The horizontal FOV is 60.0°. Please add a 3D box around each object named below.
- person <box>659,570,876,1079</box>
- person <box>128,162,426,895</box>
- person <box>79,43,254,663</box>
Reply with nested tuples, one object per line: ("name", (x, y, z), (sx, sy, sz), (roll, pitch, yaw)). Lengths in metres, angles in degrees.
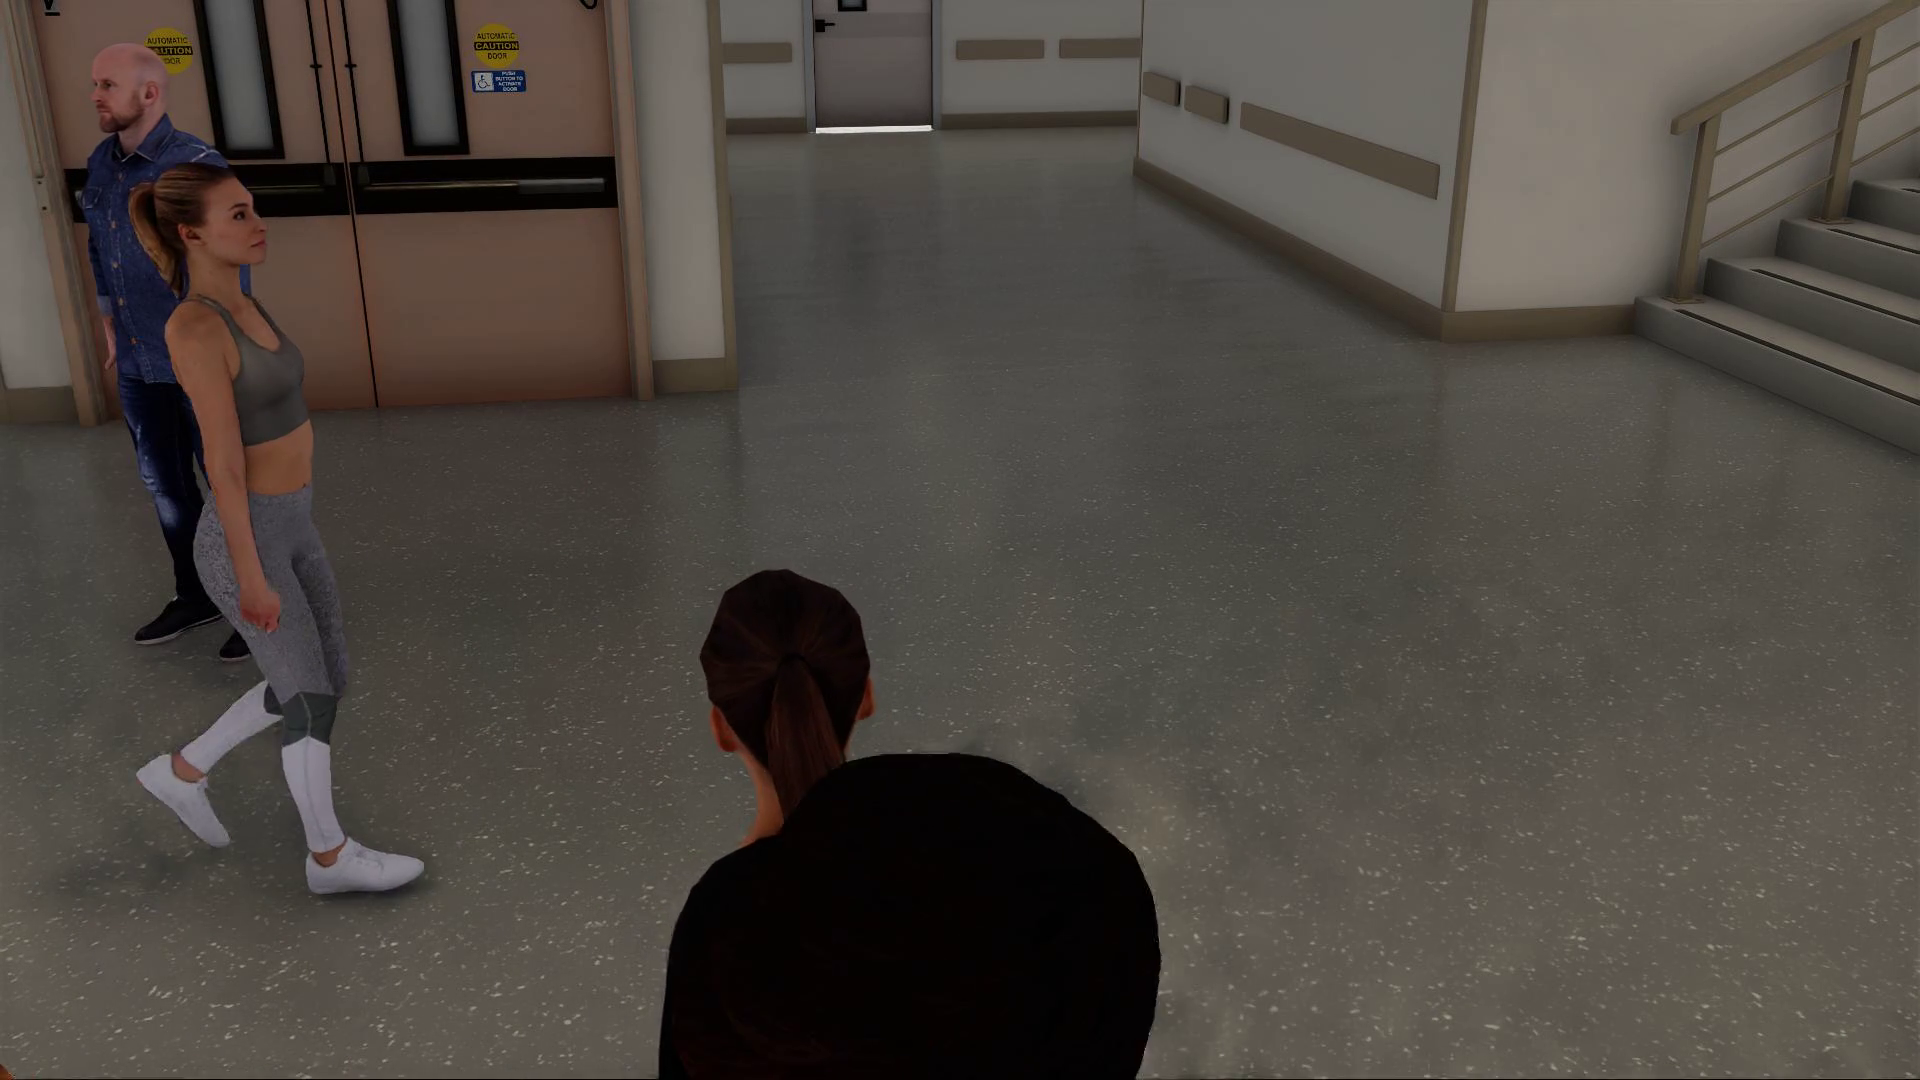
("person", (-0.149, 0.759, 1.931), (0.611, 1.554, 0.696), (-16, 26, -36))
("person", (-1.599, 0.038, 3.645), (0.891, 1.689, 0.625), (-1, 21, -3))
("person", (-2.341, -0.540, 4.977), (0.733, 1.825, 0.864), (8, 22, 21))
